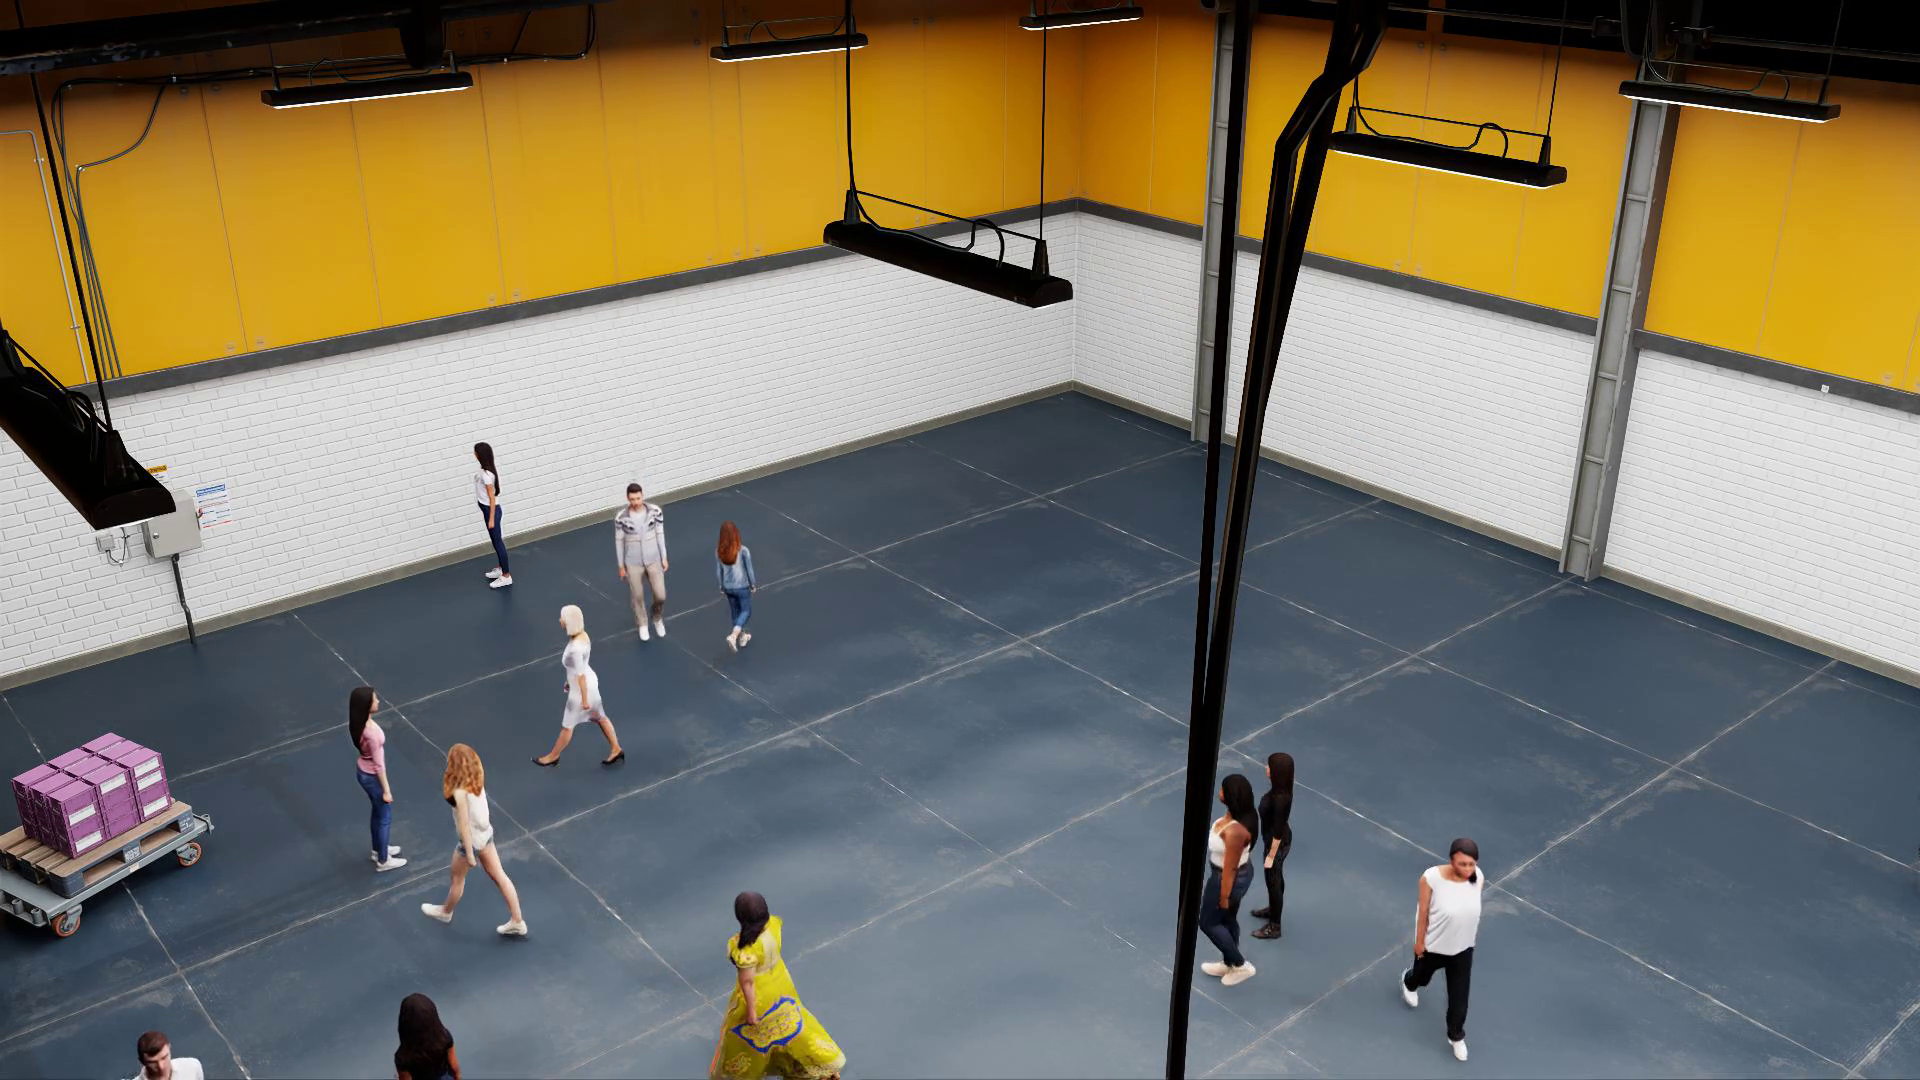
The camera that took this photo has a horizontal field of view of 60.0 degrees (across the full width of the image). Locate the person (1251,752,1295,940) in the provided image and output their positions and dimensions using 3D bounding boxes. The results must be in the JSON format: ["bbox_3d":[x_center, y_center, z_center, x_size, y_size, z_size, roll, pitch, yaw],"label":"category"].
[{"bbox_3d":[2.538,2.427,13.317,0.684,1.642,0.655,5,24,12],"label":"person"}]

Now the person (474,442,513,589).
[{"bbox_3d":[-5.459,-0.314,19.420,0.718,1.775,0.574,-8,25,-17],"label":"person"}]

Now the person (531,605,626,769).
[{"bbox_3d":[-3.439,1.407,15.569,1.040,1.707,1.077,-2,24,-4],"label":"person"}]

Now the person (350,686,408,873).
[{"bbox_3d":[-4.989,2.015,14.141,0.666,1.738,0.473,-15,28,-30],"label":"person"}]

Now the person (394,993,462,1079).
[{"bbox_3d":[-3.313,3.607,10.498,0.581,1.738,0.544,-21,31,-40],"label":"person"}]

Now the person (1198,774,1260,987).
[{"bbox_3d":[2.156,2.621,12.684,0.840,1.793,0.781,9,25,19],"label":"person"}]

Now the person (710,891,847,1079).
[{"bbox_3d":[-1.299,3.201,11.578,1.278,1.617,0.980,13,27,27],"label":"person"}]

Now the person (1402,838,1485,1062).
[{"bbox_3d":[3.547,2.897,12.227,1.040,1.654,1.184,-2,24,-4],"label":"person"}]

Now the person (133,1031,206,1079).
[{"bbox_3d":[-4.794,3.701,10.157,0.676,1.839,0.795,-21,31,-40],"label":"person"}]

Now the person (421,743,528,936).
[{"bbox_3d":[-3.762,2.424,13.229,1.195,1.719,1.038,6,24,13],"label":"person"}]

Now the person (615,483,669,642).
[{"bbox_3d":[-3.473,0.194,18.178,0.798,1.839,0.781,-7,25,-16],"label":"person"}]

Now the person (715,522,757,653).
[{"bbox_3d":[-2.431,0.532,17.876,0.846,1.463,0.870,7,25,15],"label":"person"}]
